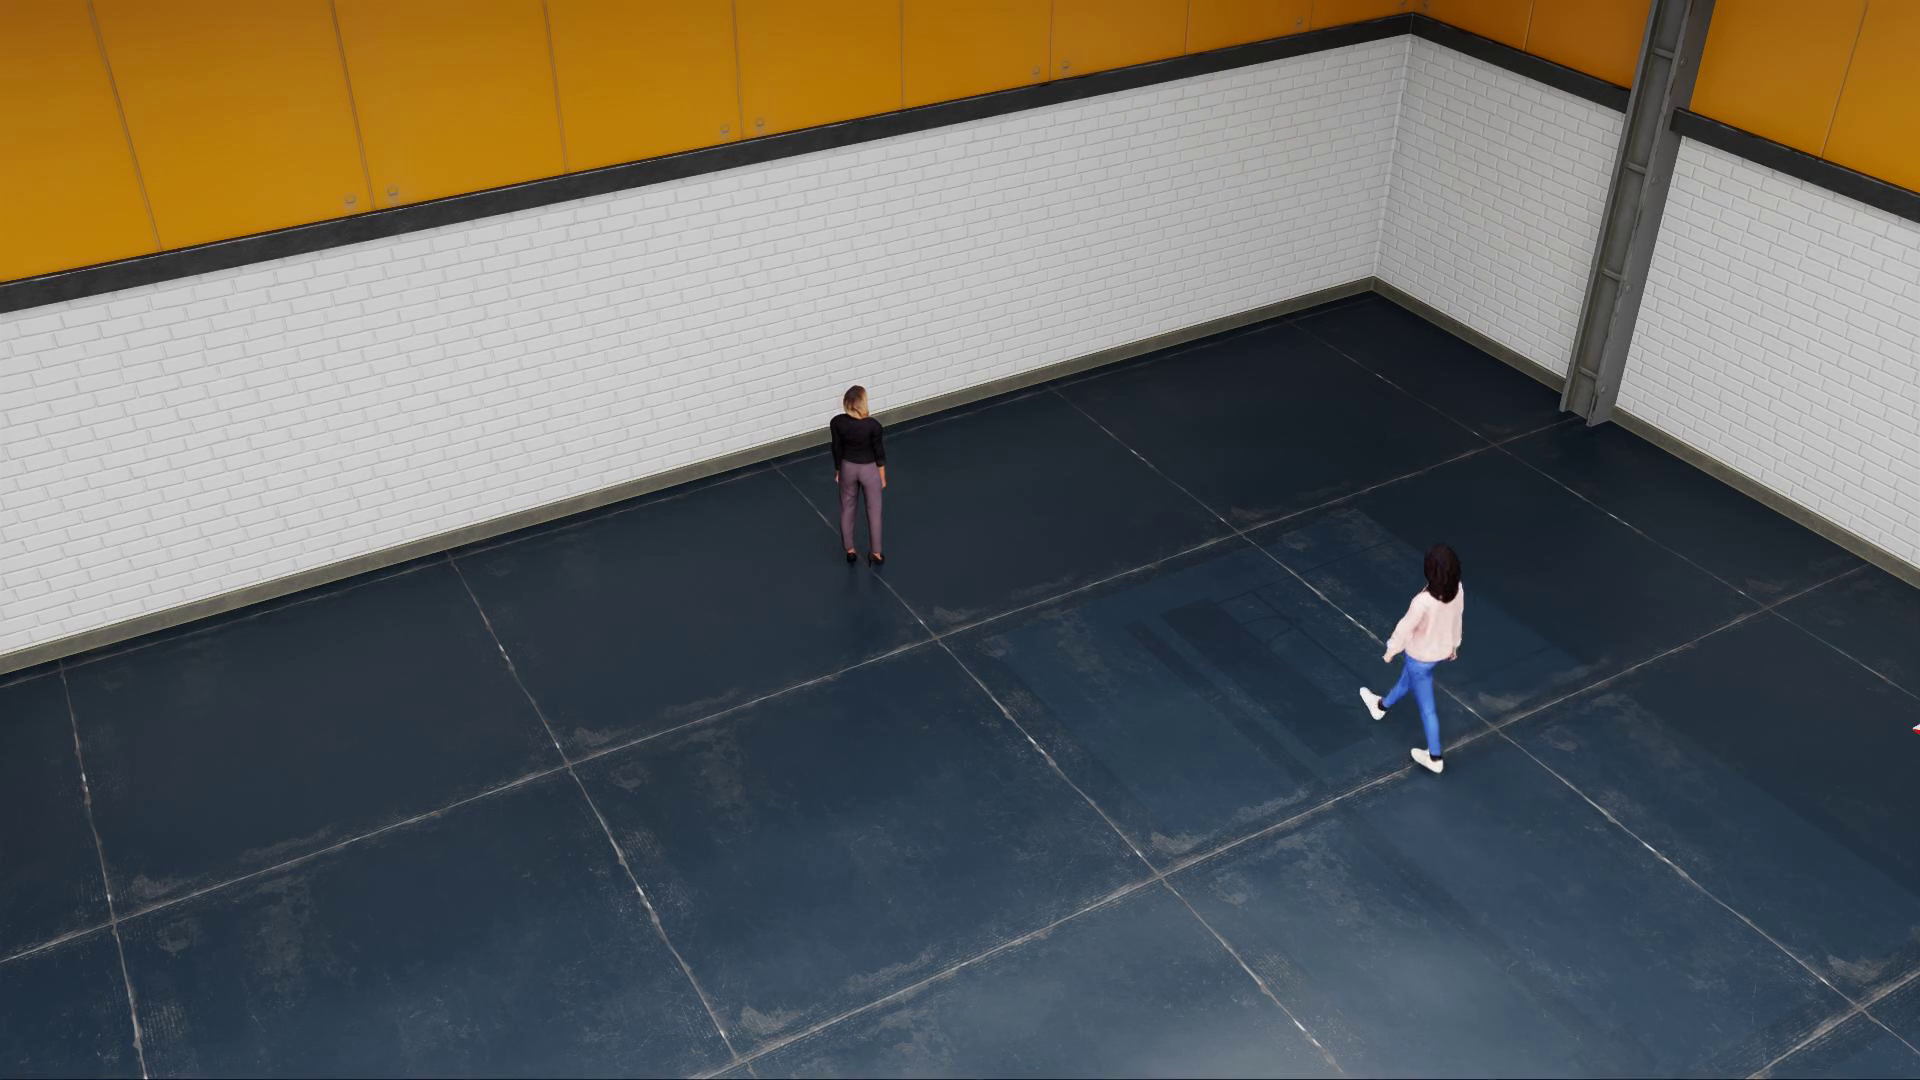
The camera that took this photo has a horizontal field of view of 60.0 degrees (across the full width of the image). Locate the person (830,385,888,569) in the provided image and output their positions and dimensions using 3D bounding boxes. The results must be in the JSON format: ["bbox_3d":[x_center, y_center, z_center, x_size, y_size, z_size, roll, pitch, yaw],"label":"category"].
[{"bbox_3d":[-0.816,-0.503,13.474,0.677,1.671,0.728,7,34,10],"label":"person"}]

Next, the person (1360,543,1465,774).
[{"bbox_3d":[3.251,0.855,11.384,0.705,1.723,1.102,-20,38,-27],"label":"person"}]
